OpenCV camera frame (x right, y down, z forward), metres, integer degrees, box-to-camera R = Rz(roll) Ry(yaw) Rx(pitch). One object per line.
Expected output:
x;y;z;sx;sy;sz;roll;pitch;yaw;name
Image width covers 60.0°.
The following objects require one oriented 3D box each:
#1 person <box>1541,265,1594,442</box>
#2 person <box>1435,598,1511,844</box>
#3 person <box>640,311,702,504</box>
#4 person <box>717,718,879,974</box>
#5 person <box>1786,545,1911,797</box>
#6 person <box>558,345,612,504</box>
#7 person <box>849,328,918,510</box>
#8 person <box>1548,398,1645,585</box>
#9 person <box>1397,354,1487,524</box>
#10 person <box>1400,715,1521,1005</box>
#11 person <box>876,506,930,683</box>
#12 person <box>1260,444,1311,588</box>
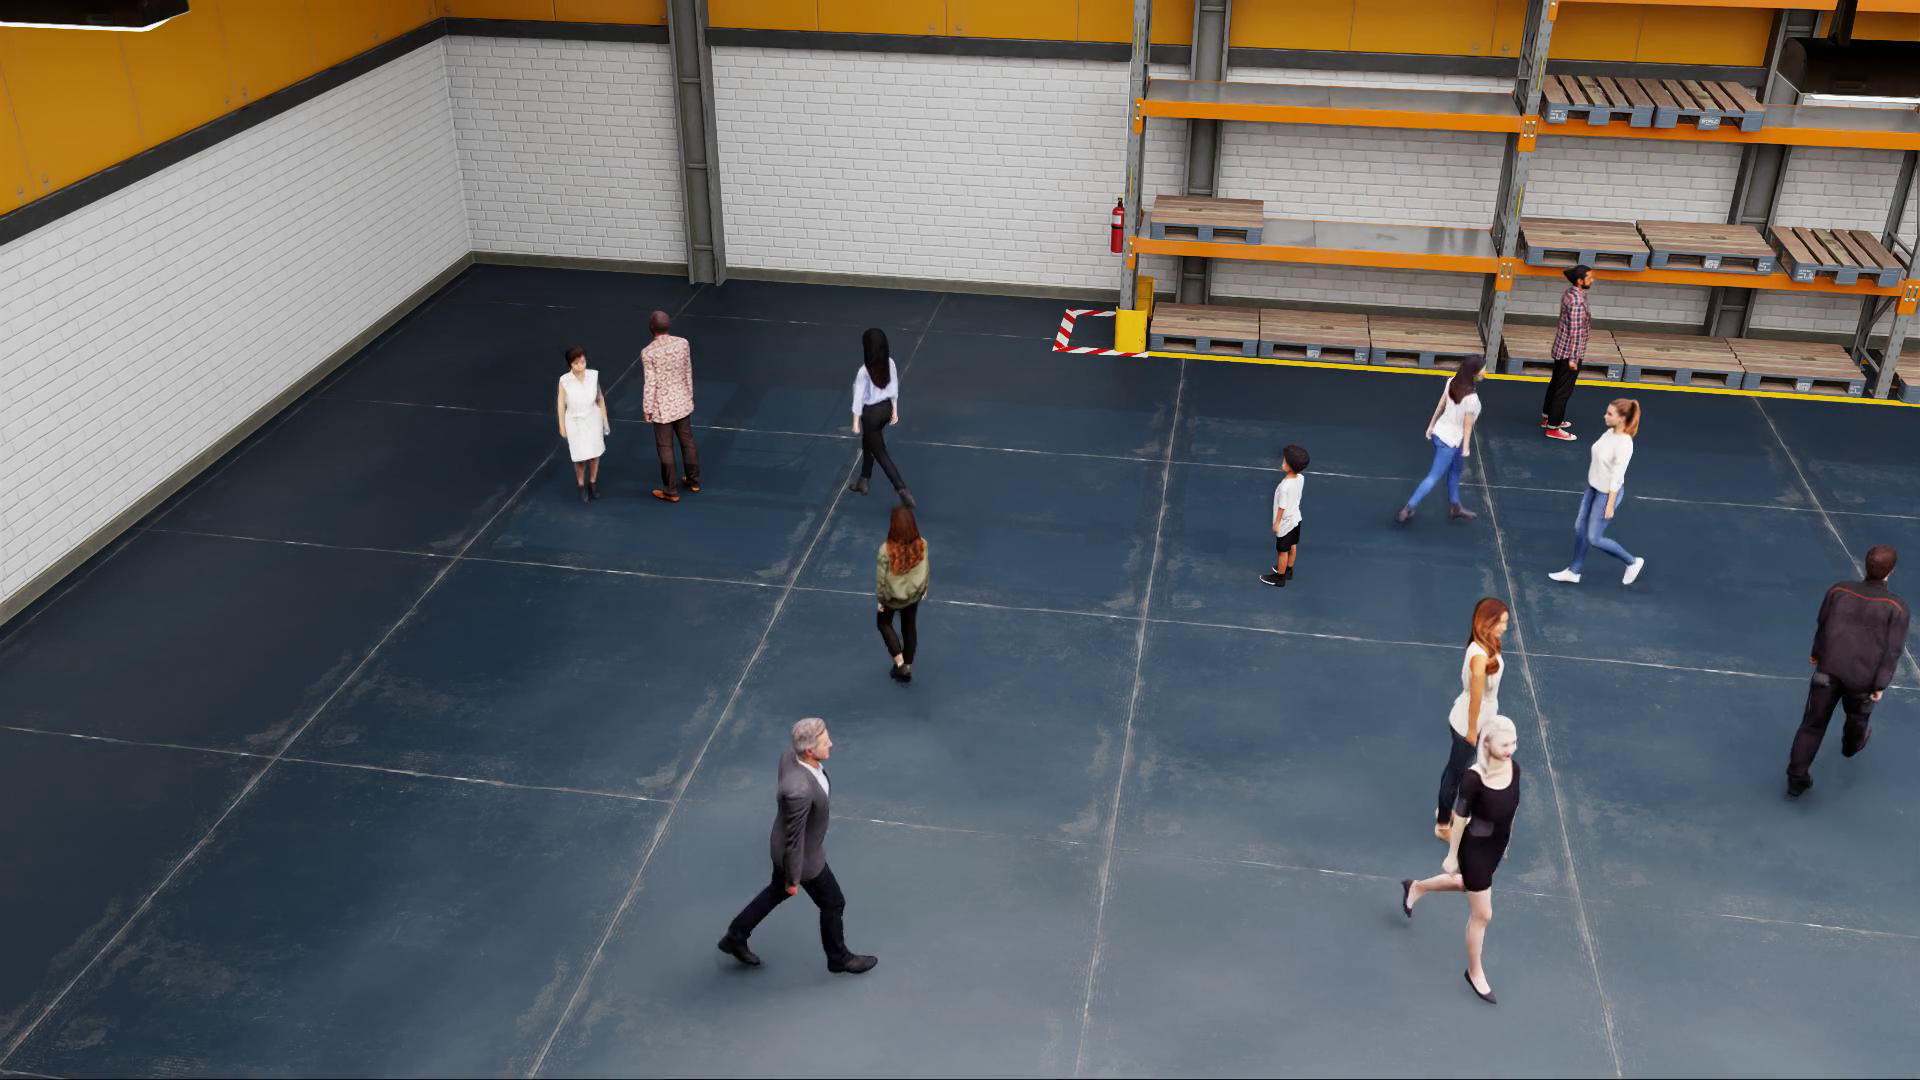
6.009;-1.874;16.413;0.604;1.761;0.692;3;29;6;person
3.312;1.161;10.824;0.597;1.785;0.629;12;31;21;person
-2.650;-1.227;15.179;0.798;1.807;0.785;25;37;38;person
-0.999;1.803;9.637;1.274;1.794;0.967;-4;29;-8;person
5.940;0.952;11.217;1.228;1.774;1.274;-25;38;-38;person
-3.463;-1.088;15.204;0.703;1.539;0.765;-18;33;-30;person
-0.693;-1.037;14.934;1.219;1.707;1.022;22;36;35;person
5.365;-0.360;13.696;0.949;1.705;0.662;3;29;5;person
4.226;-0.843;14.651;1.051;1.638;0.765;-5;29;-9;person
2.957;1.767;9.695;1.100;1.802;1.124;-17;33;-28;person
-0.414;0.446;12.463;0.681;1.471;0.767;-13;31;-22;person
2.743;-0.209;13.882;0.613;1.262;0.573;21;35;34;person
